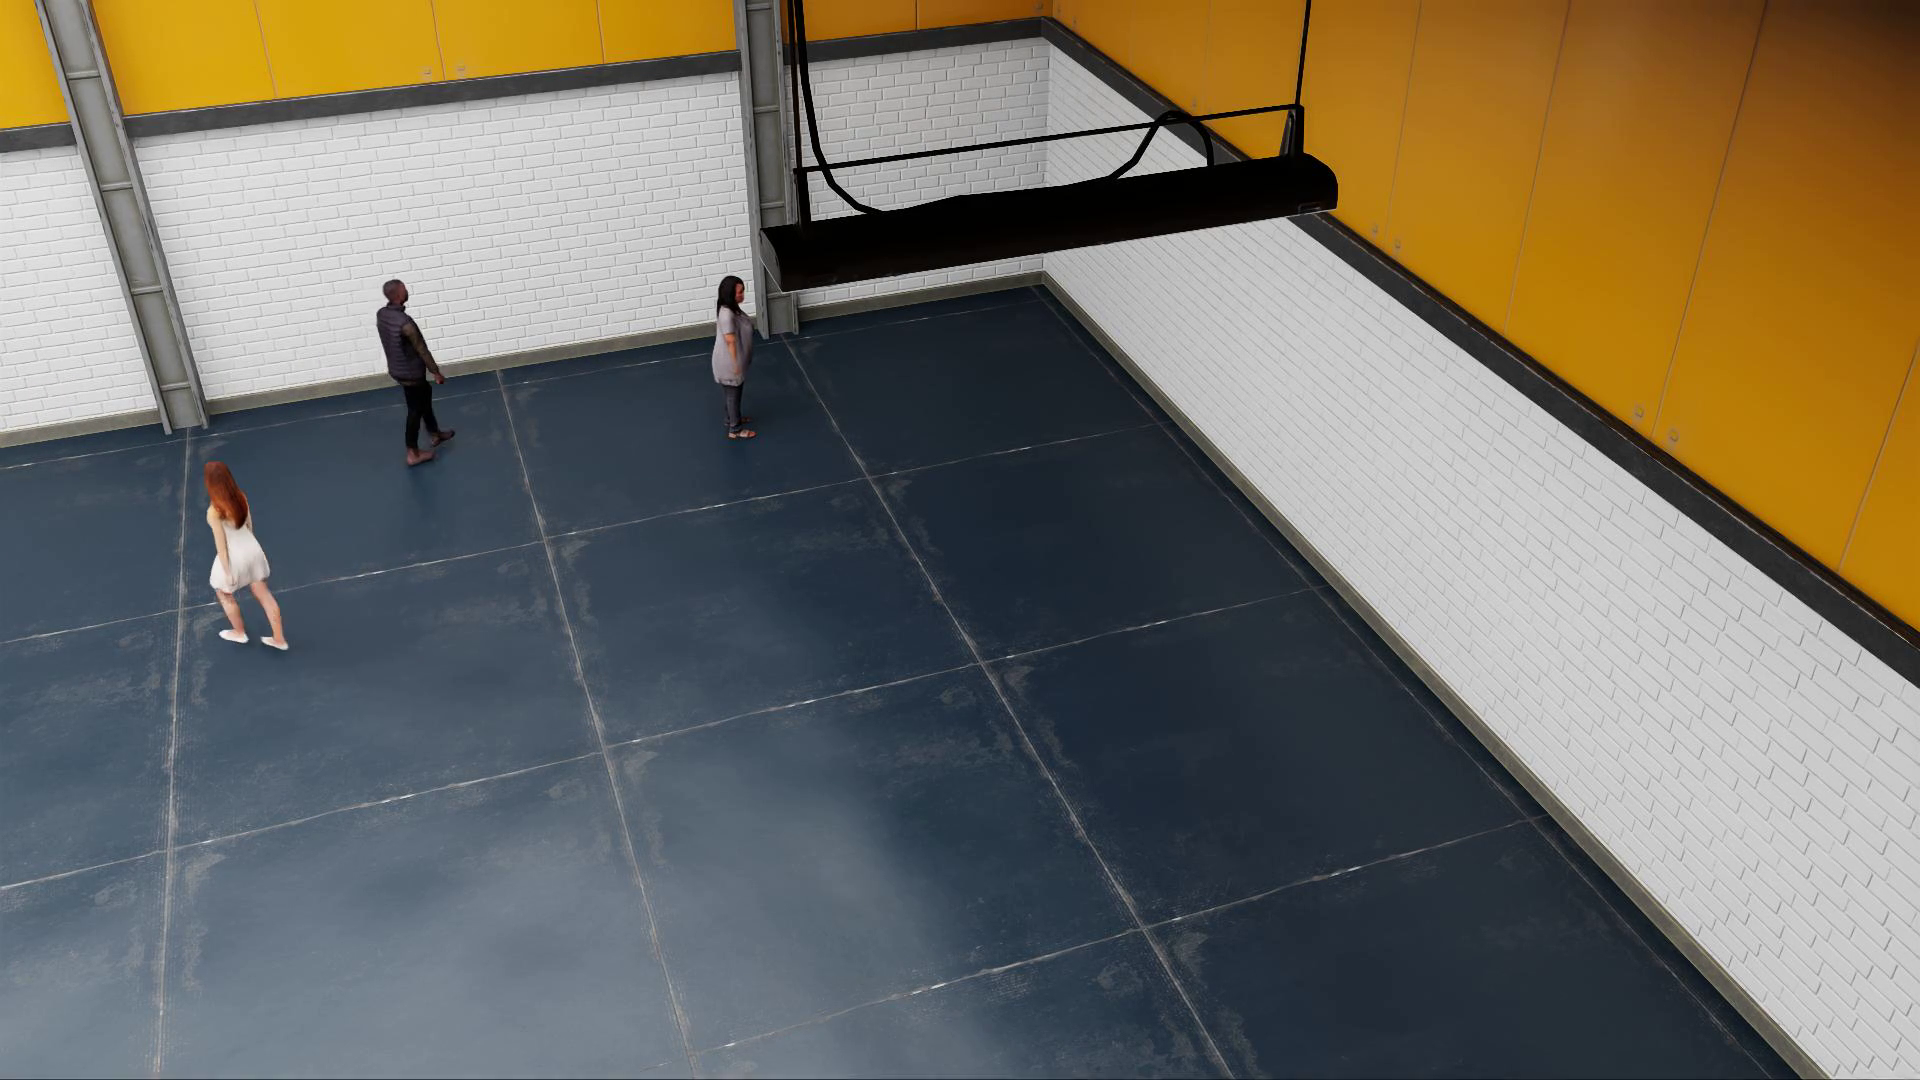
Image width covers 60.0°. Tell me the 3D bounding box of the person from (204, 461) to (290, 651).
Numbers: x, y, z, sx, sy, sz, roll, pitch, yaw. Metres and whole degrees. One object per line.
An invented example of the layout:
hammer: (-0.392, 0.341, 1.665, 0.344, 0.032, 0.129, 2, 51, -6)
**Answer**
person: (-5.506, 0.168, 12.894, 0.919, 1.689, 0.860, 14, 36, 21)

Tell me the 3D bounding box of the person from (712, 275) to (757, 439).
person: (-2.188, -1.766, 15.874, 0.681, 1.611, 0.660, -7, 34, -11)

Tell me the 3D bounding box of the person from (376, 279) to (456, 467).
person: (-5.136, -1.514, 15.306, 0.966, 1.821, 0.886, -27, 42, -34)
